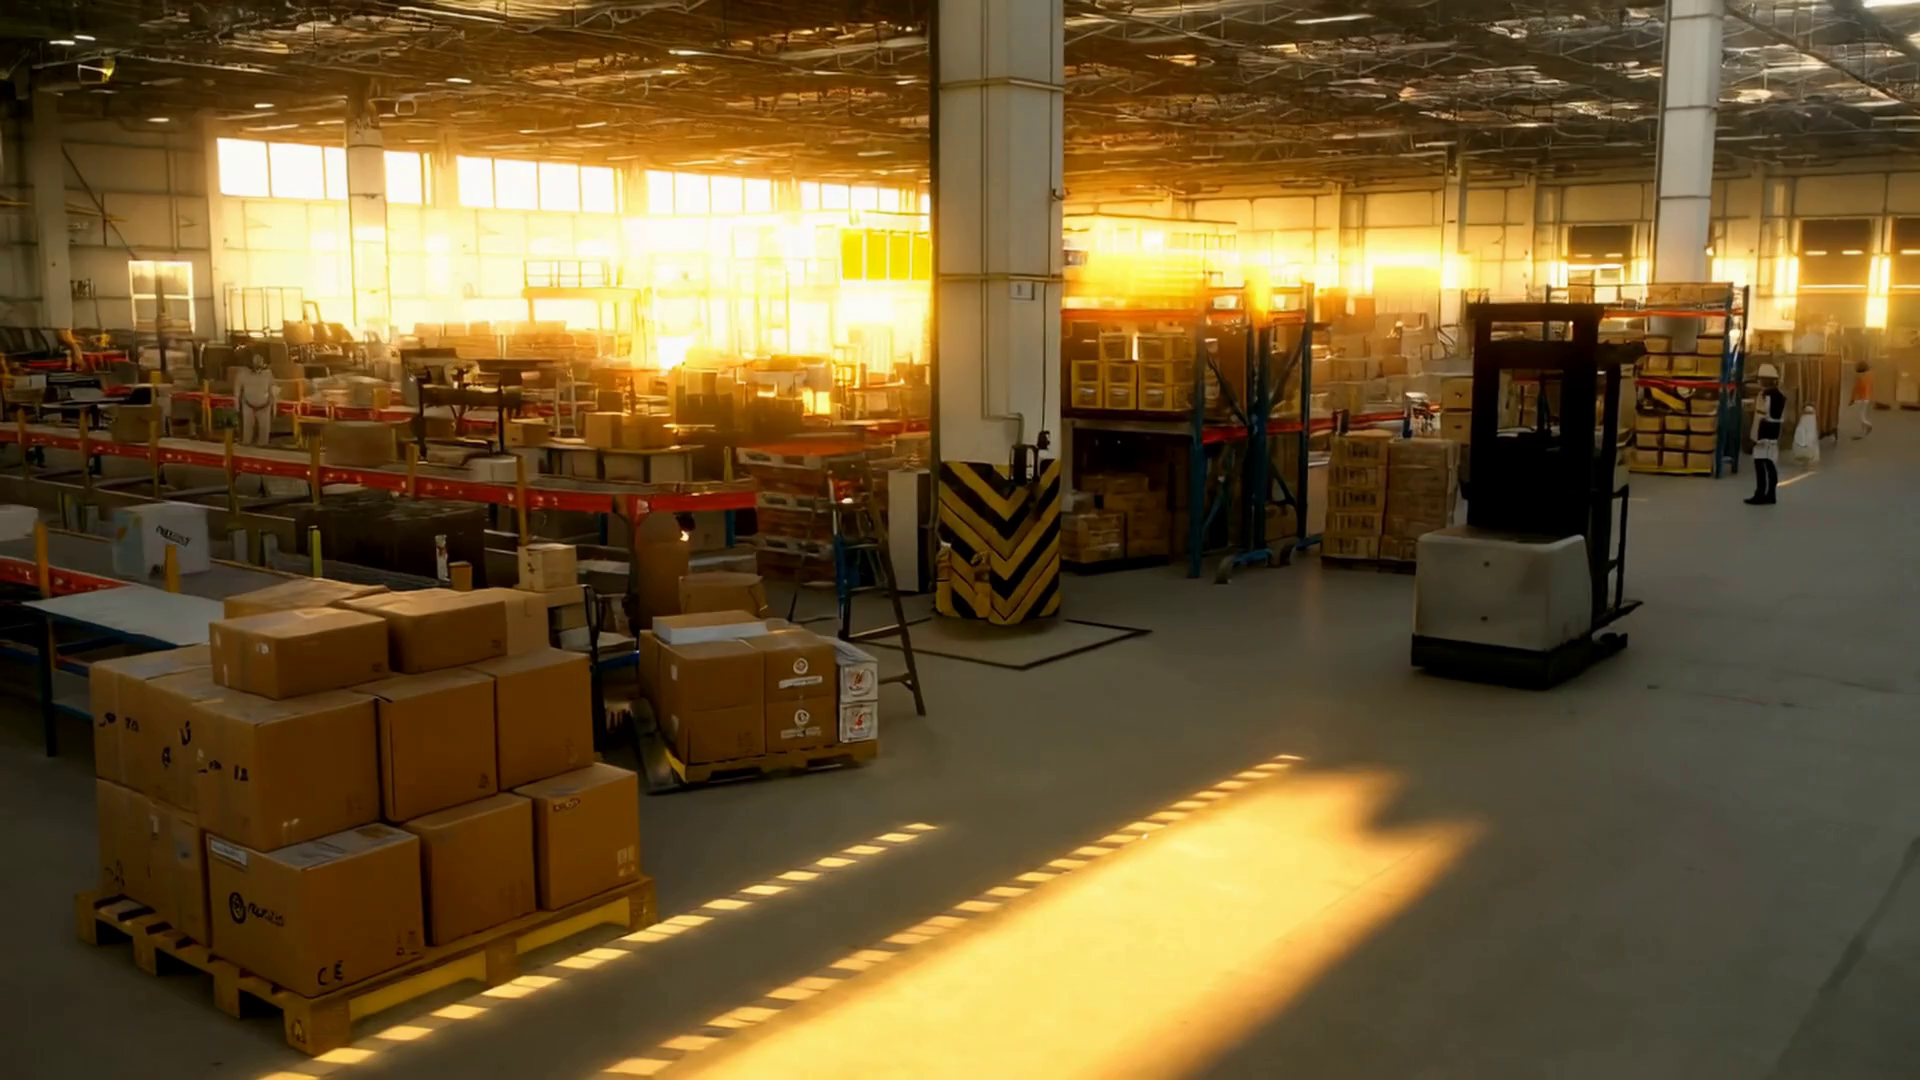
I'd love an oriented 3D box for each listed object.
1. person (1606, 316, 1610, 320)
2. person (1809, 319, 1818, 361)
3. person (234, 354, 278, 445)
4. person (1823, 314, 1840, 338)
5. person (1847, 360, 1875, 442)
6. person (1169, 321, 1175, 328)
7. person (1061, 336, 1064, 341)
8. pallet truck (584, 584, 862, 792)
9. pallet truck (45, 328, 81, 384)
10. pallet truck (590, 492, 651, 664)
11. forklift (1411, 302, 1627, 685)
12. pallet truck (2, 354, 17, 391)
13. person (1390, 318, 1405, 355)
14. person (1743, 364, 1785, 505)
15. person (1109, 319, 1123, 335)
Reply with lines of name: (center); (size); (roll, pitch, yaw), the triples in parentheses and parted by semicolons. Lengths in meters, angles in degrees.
person: (29.101, -9.145, 74.795); (0.651, 1.900, 0.956); (-6, 10, -33)
person: (36.153, -8.488, 70.705); (0.972, 1.811, 0.543); (7, 11, 38)
person: (-11.811, -2.169, 27.912); (0.677, 1.869, 0.422); (-6, 10, -33)
person: (37.672, -8.760, 71.919); (0.621, 1.994, 0.381); (5, 10, 31)
person: (17.548, -2.696, 32.311); (0.510, 1.614, 0.548); (-2, 9, -13)
person: (8.292, -7.582, 64.609); (0.789, 1.812, 0.541); (-1, 9, -7)
person: (2.499, -4.149, 41.243); (0.539, 1.892, 1.009); (7, 11, 40)
pallet truck: (-1.426, 0.805, 10.019); (1.601, 1.201, 0.680); (-4, 9, -26)
pallet truck: (-23.775, -4.544, 43.495); (1.885, 1.965, 0.823); (6, 10, 35)
pallet truck: (-3.115, 0.344, 12.883); (0.653, 1.274, 1.630); (7, 11, 37)
forklift: (4.379, -0.438, 12.852); (1.129, 2.768, 1.873); (7, 11, 37)
pallet truck: (-24.881, -4.417, 42.634); (1.885, 1.965, 0.823); (8, 11, 41)
person: (16.679, -7.474, 63.434); (0.545, 1.942, 0.354); (2, 9, 11)
person: (11.010, -1.434, 22.780); (0.539, 1.929, 0.384); (-5, 10, -32)
person: (6.115, -7.738, 65.411); (0.574, 1.883, 0.355); (4, 9, 25)
